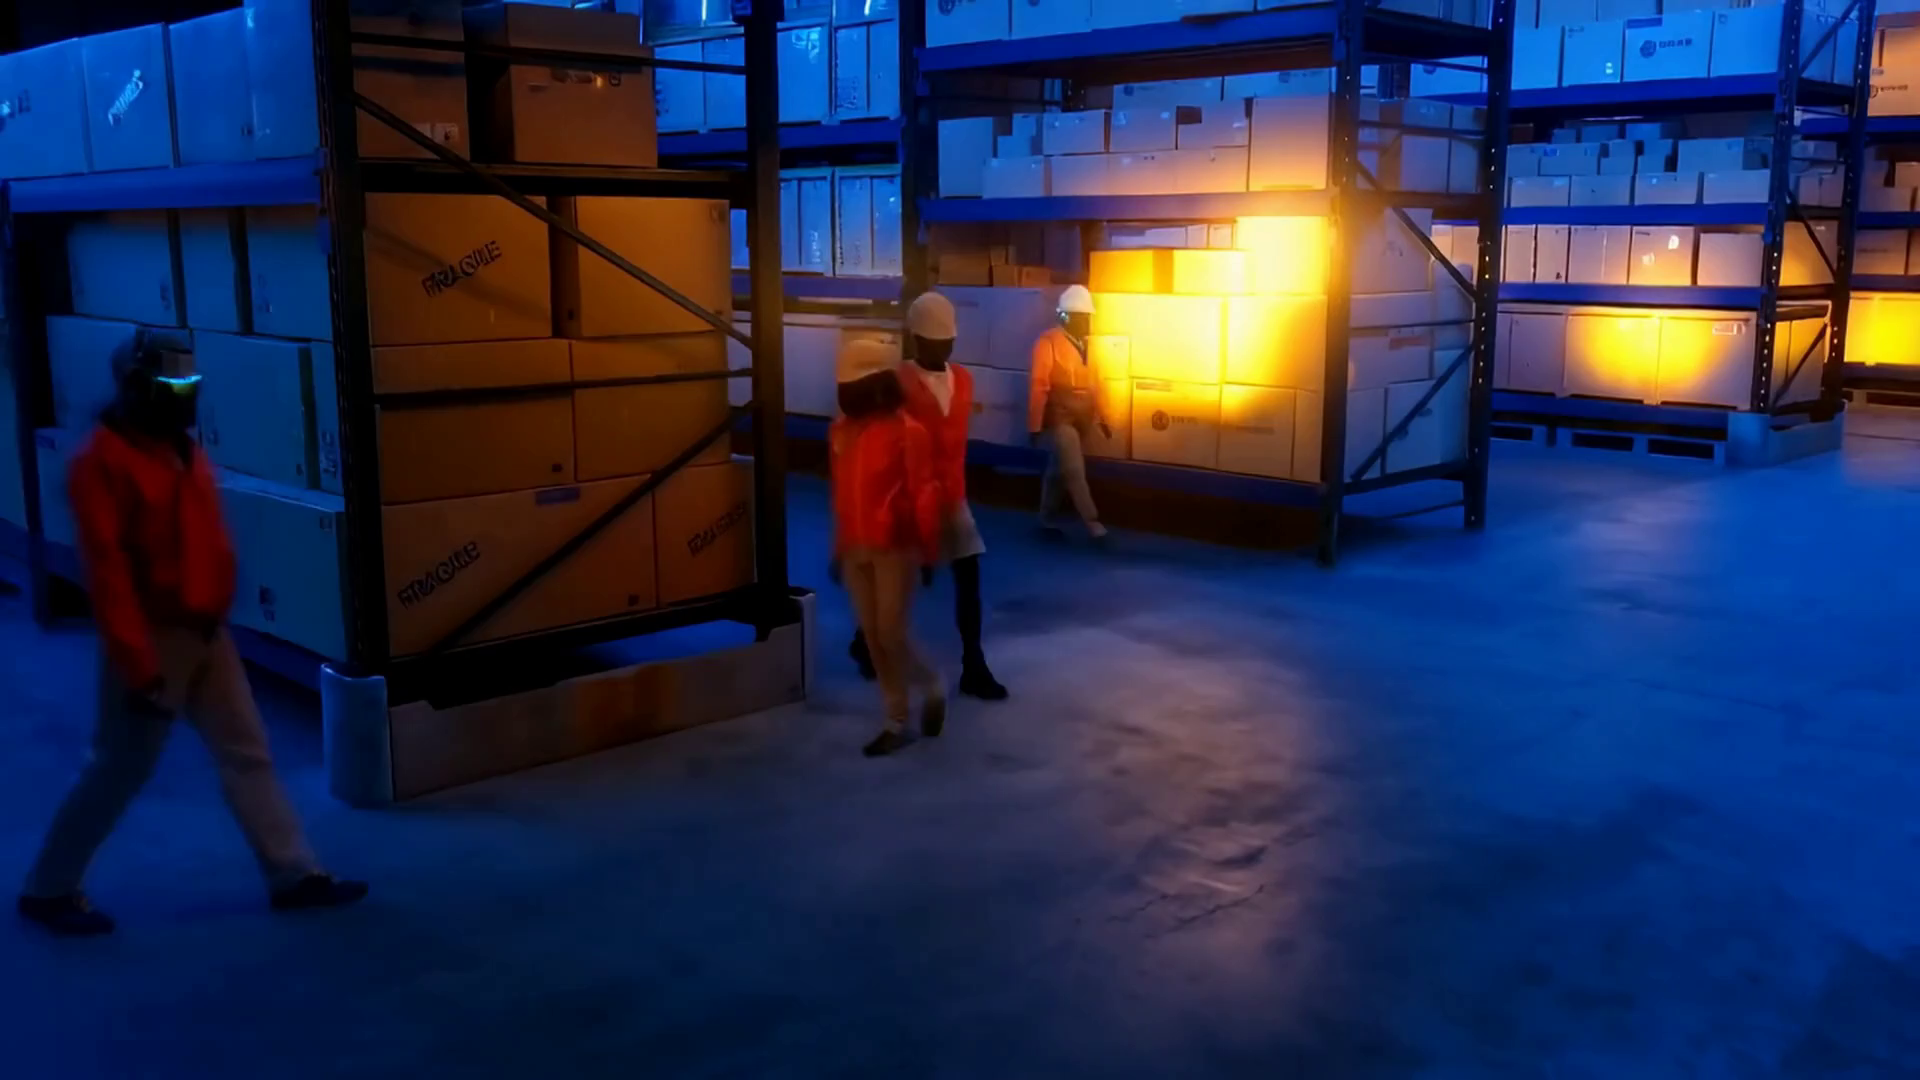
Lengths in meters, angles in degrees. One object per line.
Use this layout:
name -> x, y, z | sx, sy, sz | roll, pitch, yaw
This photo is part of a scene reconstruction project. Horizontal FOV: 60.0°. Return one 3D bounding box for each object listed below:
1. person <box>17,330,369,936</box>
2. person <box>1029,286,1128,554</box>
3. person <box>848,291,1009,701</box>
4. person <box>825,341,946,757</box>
person -> -2.441, 0.295, 5.073 | 0.981, 1.860, 0.656 | 0, 10, -1
person -> 0.815, -0.810, 11.243 | 0.912, 1.781, 0.623 | 9, 14, 42
person -> -0.183, -0.222, 7.781 | 0.545, 1.889, 0.925 | -8, 13, -36
person -> -0.319, 0.041, 6.817 | 0.498, 1.716, 0.424 | 7, 13, 34
